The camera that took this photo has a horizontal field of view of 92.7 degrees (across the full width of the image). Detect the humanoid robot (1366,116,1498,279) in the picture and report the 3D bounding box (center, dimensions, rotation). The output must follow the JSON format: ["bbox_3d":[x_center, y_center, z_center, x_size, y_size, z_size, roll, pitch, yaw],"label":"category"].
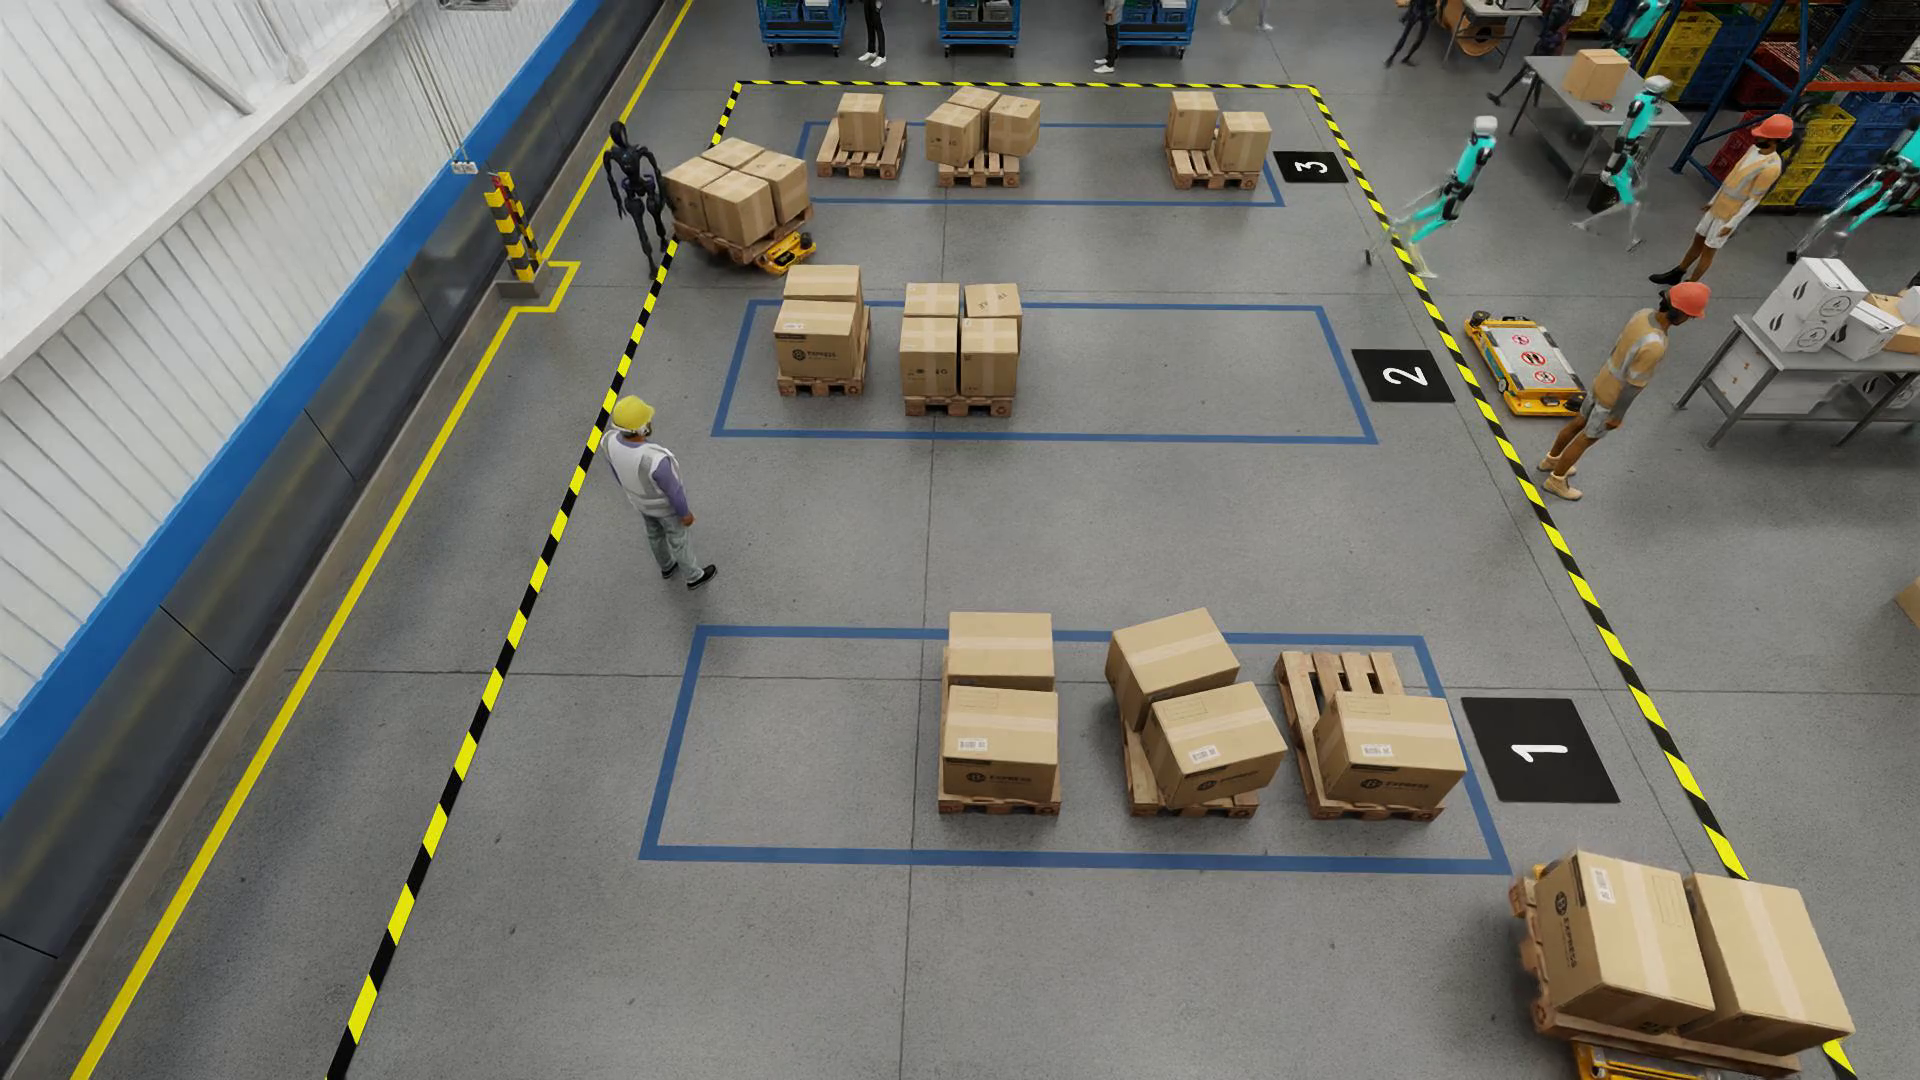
[{"bbox_3d":[4.874,-3.583,9.678,0.915,1.784,0.541,9,50,8],"label":"humanoid robot"}]

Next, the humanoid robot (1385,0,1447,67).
[{"bbox_3d":[6.719,-7.727,13.297,0.617,1.639,0.382,-6,49,-5],"label":"humanoid robot"}]

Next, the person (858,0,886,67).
[{"bbox_3d":[-1.307,-7.913,13.328,0.328,1.865,0.515,-32,56,-25],"label":"person"}]

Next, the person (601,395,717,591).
[{"bbox_3d":[-2.224,-0.322,6.778,0.601,1.827,0.404,24,53,19],"label":"person"}]

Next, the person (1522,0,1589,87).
[{"bbox_3d":[8.540,-7.400,12.848,0.373,1.916,0.595,36,58,27],"label":"person"}]

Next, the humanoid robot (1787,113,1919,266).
[{"bbox_3d":[9.684,-3.720,9.796,0.957,1.779,0.549,-13,50,-11],"label":"humanoid robot"}]

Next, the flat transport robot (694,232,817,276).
[{"bbox_3d":[-2.419,-3.488,10.534,1.431,0.197,0.652,26,54,21],"label":"flat transport robot"}]

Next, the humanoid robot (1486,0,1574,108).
[{"bbox_3d":[7.852,-6.689,12.409,0.749,1.626,0.602,37,59,28],"label":"humanoid robot"}]

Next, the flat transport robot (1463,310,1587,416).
[{"bbox_3d":[5.573,-1.757,9.054,0.659,0.231,1.431,1,49,1],"label":"flat transport robot"}]

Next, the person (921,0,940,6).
[{"bbox_3d":[-0.476,-9.791,14.947,0.509,1.876,0.329,30,56,24],"label":"person"}]

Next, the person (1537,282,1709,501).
[{"bbox_3d":[5.306,-1.187,7.395,0.379,2.036,0.604,14,51,12],"label":"person"}]

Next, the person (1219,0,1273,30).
[{"bbox_3d":[4.621,-8.912,14.292,0.825,1.706,0.482,24,53,19],"label":"person"}]

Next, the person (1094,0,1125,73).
[{"bbox_3d":[2.181,-7.723,13.171,0.378,1.853,0.587,8,50,7],"label":"person"}]

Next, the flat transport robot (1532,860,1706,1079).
[{"bbox_3d":[3.821,2.603,5.262,0.652,0.197,1.431,8,50,7],"label":"flat transport robot"}]

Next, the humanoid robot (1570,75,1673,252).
[{"bbox_3d":[7.561,-4.076,10.113,0.556,1.785,0.923,-32,56,-25],"label":"humanoid robot"}]

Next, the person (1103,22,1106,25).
[{"bbox_3d":[2.588,-9.016,14.170,0.385,2.036,0.604,-28,55,-22],"label":"person"}]

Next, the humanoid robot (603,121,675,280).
[{"bbox_3d":[-3.407,-3.695,9.843,0.612,1.635,0.791,-7,49,-6],"label":"humanoid robot"}]

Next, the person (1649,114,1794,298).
[{"bbox_3d":[7.786,-3.361,9.344,0.371,1.930,0.542,8,50,7],"label":"person"}]

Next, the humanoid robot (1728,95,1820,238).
[{"bbox_3d":[8.843,-4.073,10.124,0.410,1.645,0.589,0,49,0],"label":"humanoid robot"}]

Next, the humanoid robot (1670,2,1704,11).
[{"bbox_3d":[10.397,-7.546,13.169,0.787,1.630,0.589,0,49,0],"label":"humanoid robot"}]

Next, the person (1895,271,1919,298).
[{"bbox_3d":[10.362,-3.174,9.247,0.336,1.838,0.505,-31,56,-24],"label":"person"}]

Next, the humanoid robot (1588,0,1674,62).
[{"bbox_3d":[8.668,-6.533,12.220,0.536,1.762,0.842,-15,51,-13],"label":"humanoid robot"}]
